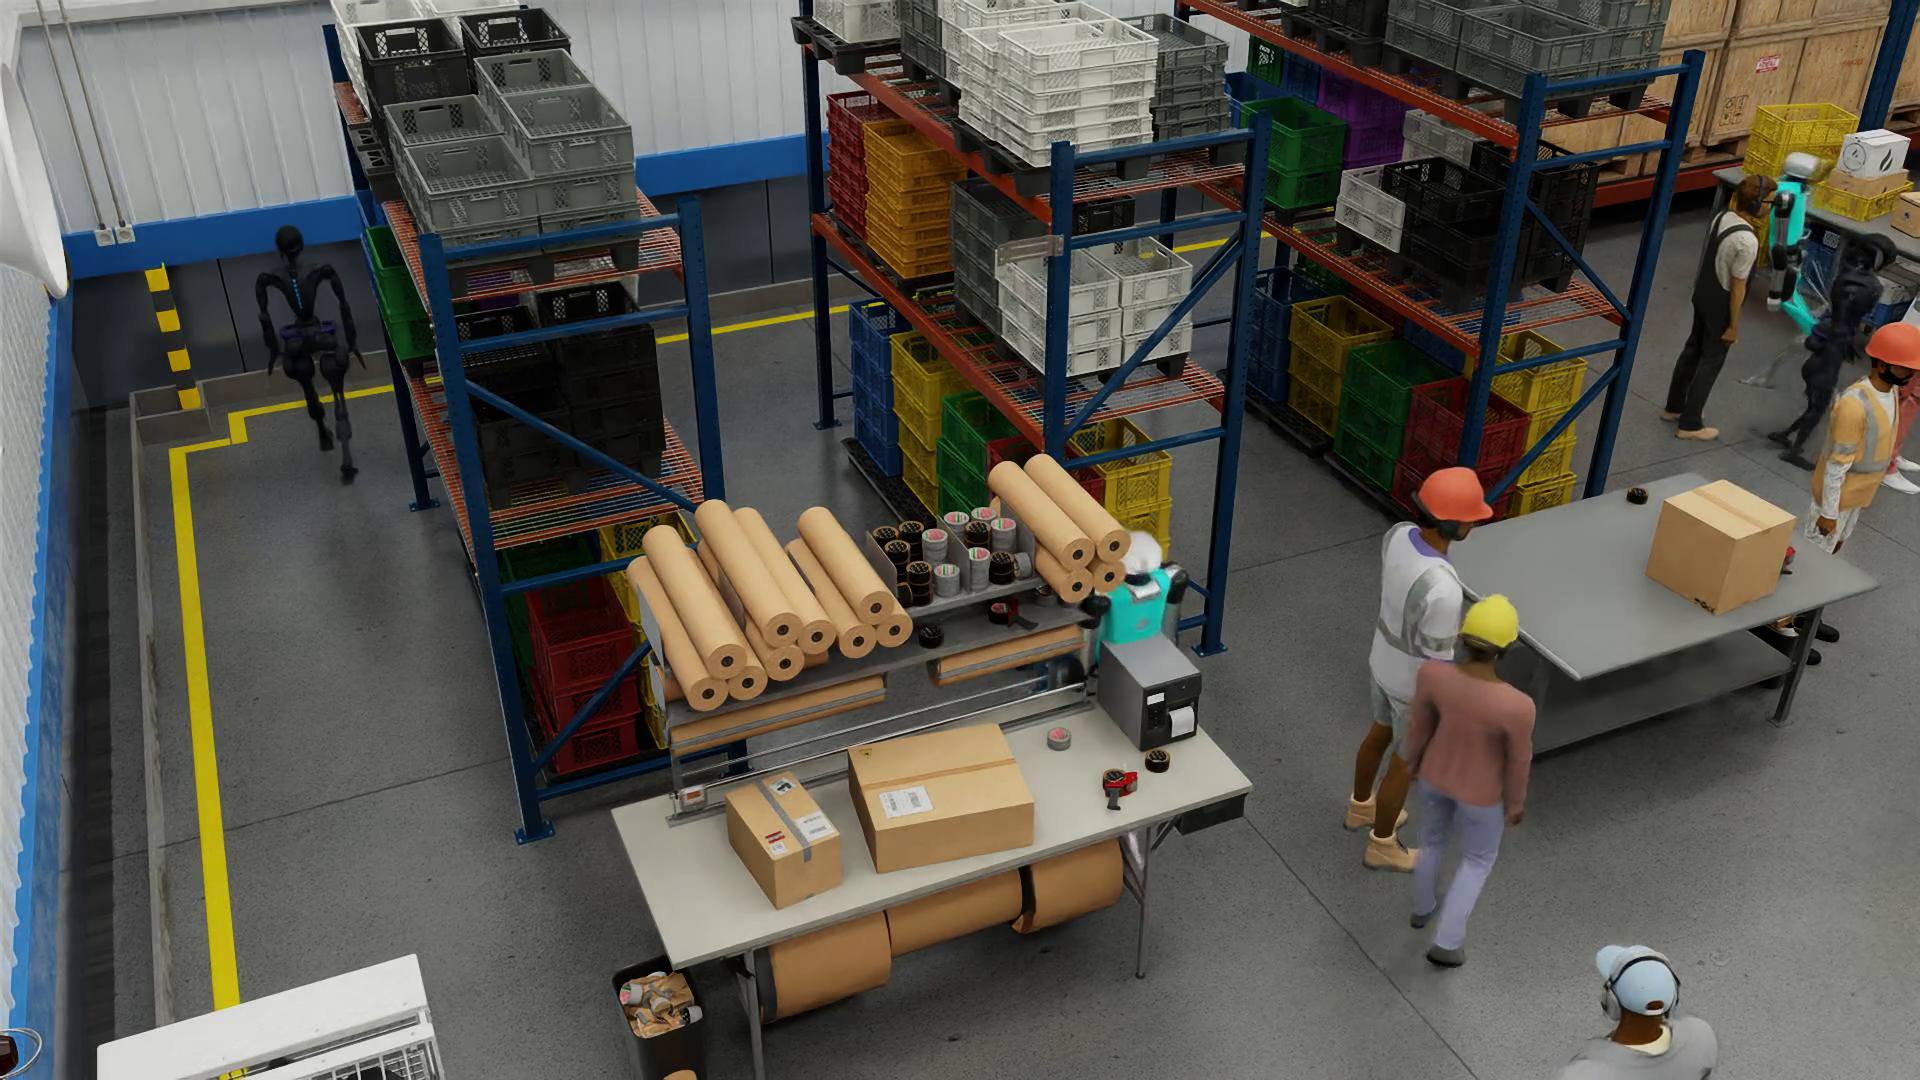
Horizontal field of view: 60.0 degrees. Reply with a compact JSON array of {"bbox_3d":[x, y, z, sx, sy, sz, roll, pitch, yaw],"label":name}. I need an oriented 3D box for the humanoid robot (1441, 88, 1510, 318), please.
[{"bbox_3d":[4.062,-2.497,12.649,0.967,1.767,0.539,21,38,31],"label":"humanoid robot"}]

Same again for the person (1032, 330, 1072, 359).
[{"bbox_3d":[0.696,-2.153,12.060,0.490,1.740,0.320,17,35,25],"label":"person"}]

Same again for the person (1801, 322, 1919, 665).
[{"bbox_3d":[4.699,-0.254,8.793,0.355,1.938,0.542,28,41,37],"label":"person"}]

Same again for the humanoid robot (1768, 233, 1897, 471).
[{"bbox_3d":[5.556,-1.212,10.613,0.609,1.637,0.421,-27,41,-37],"label":"humanoid robot"}]

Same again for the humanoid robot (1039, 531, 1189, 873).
[{"bbox_3d":[0.593,0.619,7.610,0.530,1.770,1.007,-15,35,-23],"label":"humanoid robot"}]

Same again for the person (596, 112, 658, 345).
[{"bbox_3d":[-2.528,-2.238,12.113,0.387,1.836,0.561,20,37,29],"label":"person"}]

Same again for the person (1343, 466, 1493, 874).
[{"bbox_3d":[2.016,0.578,7.350,0.402,2.037,0.612,-4,32,-7],"label":"person"}]

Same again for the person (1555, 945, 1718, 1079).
[{"bbox_3d":[1.992,1.980,5.248,0.587,1.849,0.396,-13,34,-20],"label":"person"}]

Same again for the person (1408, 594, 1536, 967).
[{"bbox_3d":[2.096,1.002,6.931,0.372,1.778,0.530,-27,41,-37],"label":"person"}]

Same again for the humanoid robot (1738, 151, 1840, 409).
[{"bbox_3d":[5.911,-1.727,11.414,0.966,1.787,0.591,18,36,26],"label":"humanoid robot"}]

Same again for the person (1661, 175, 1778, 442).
[{"bbox_3d":[4.998,-1.514,10.938,0.345,1.837,0.508,-2,32,-3],"label":"person"}]

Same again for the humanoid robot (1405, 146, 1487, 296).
[{"bbox_3d":[3.433,-2.110,12.026,0.940,1.798,0.561,26,40,35],"label":"humanoid robot"}]

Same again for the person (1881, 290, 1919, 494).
[{"bbox_3d":[6.084,-1.242,10.420,0.399,1.915,0.588,17,35,25],"label":"person"}]

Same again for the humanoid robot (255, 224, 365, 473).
[{"bbox_3d":[-4.159,-1.211,10.647,0.601,1.633,0.786,-9,33,-15],"label":"humanoid robot"}]
